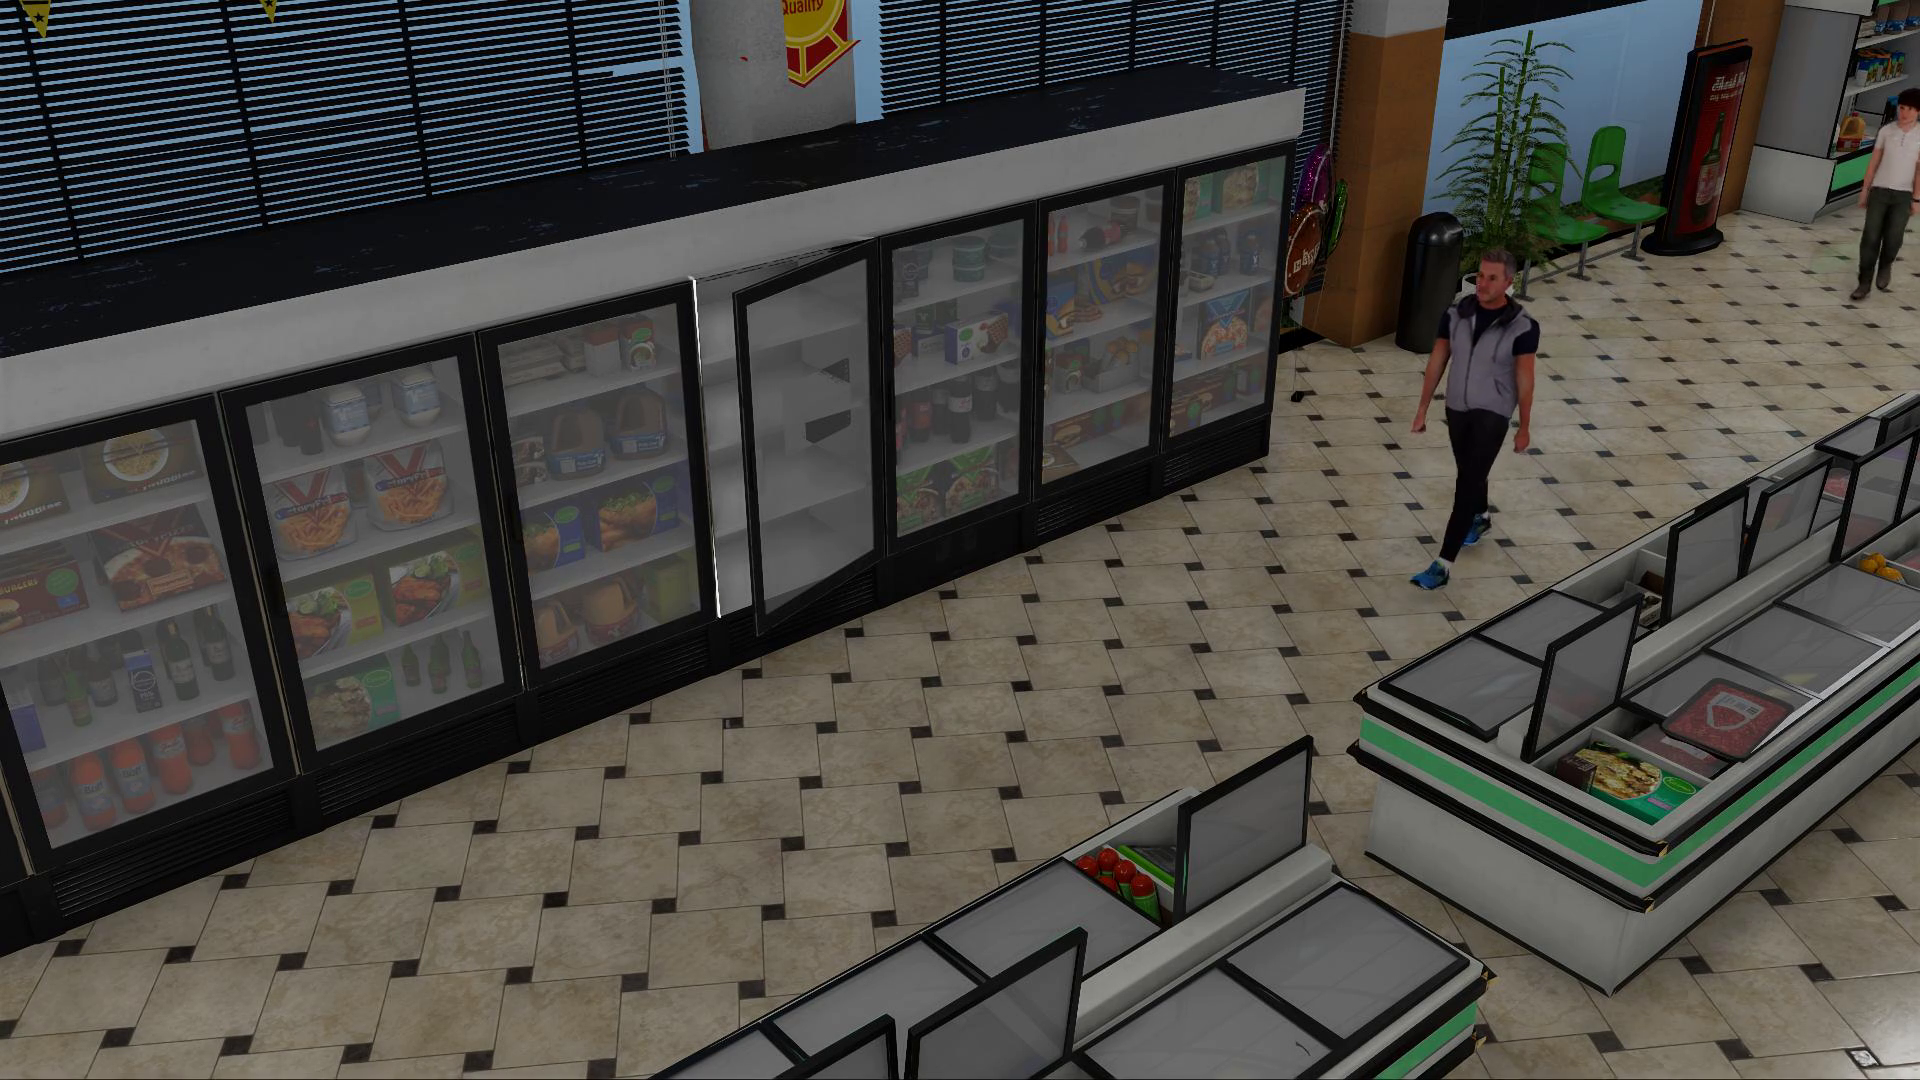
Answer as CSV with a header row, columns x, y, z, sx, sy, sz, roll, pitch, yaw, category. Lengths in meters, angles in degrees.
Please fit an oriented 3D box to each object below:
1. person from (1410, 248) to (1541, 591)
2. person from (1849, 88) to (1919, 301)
x,y,z,sx,sy,sz,roll,pitch,yaw,category
2.785,-0.643,8.830,1.220,1.723,0.755,-23,35,-38,person
7.278,-2.690,12.956,0.652,1.642,0.776,21,33,35,person
